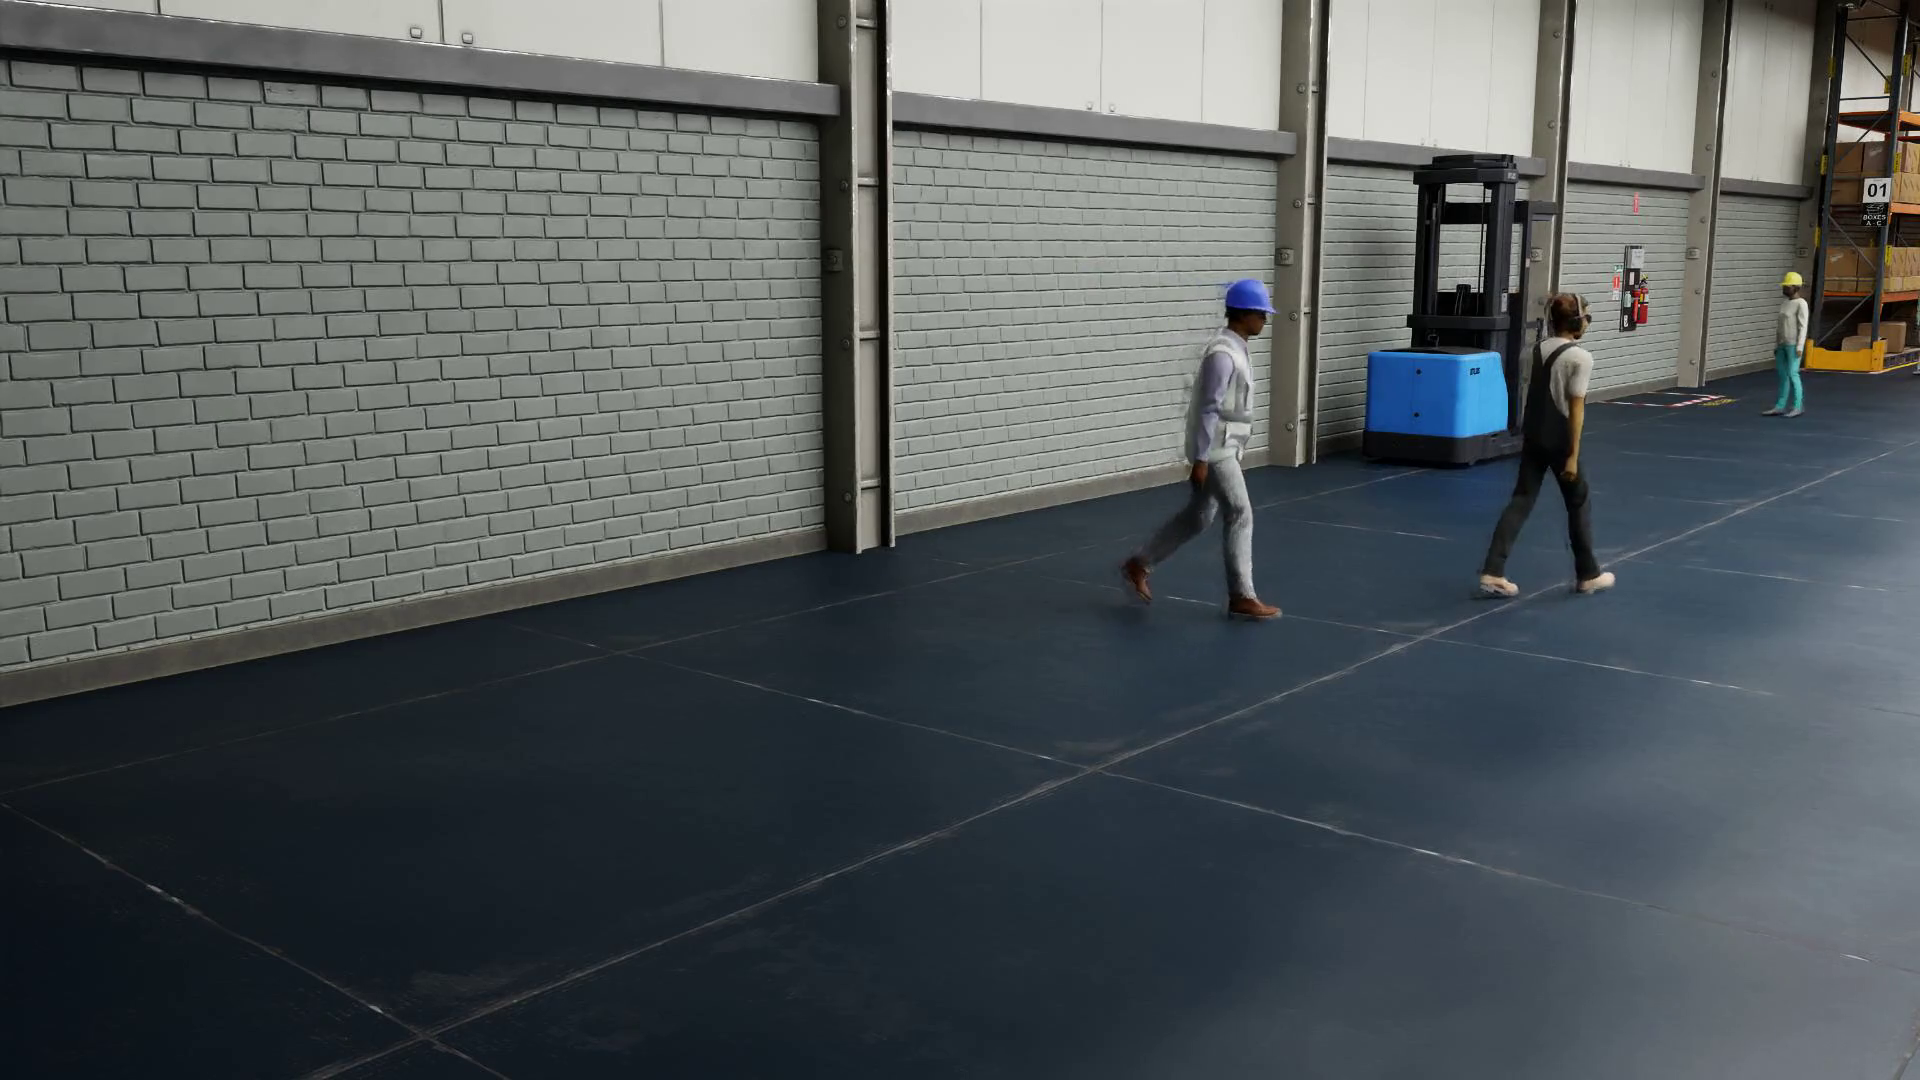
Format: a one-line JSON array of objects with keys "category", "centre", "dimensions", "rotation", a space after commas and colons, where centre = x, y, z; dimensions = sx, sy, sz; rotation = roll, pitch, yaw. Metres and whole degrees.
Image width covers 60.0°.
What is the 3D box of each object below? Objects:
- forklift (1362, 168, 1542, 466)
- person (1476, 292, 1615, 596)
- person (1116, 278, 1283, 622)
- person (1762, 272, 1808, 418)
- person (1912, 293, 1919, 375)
[{"category": "forklift", "centre": [4.875, -2.212, 16.287], "dimensions": [1.129, 2.768, 1.873], "rotation": [8, 13, 40]}, {"category": "person", "centre": [3.492, -0.553, 9.820], "dimensions": [0.937, 1.805, 0.514], "rotation": [-5, 11, -27]}, {"category": "person", "centre": [1.341, -0.515, 9.328], "dimensions": [0.914, 1.905, 0.624], "rotation": [3, 10, 16]}, {"category": "person", "centre": [10.148, -2.394, 20.376], "dimensions": [0.329, 1.768, 0.529], "rotation": [0, 10, -3]}, {"category": "person", "centre": [15.766, -3.492, 26.981], "dimensions": [0.521, 1.640, 0.306], "rotation": [1, 10, 4]}]
